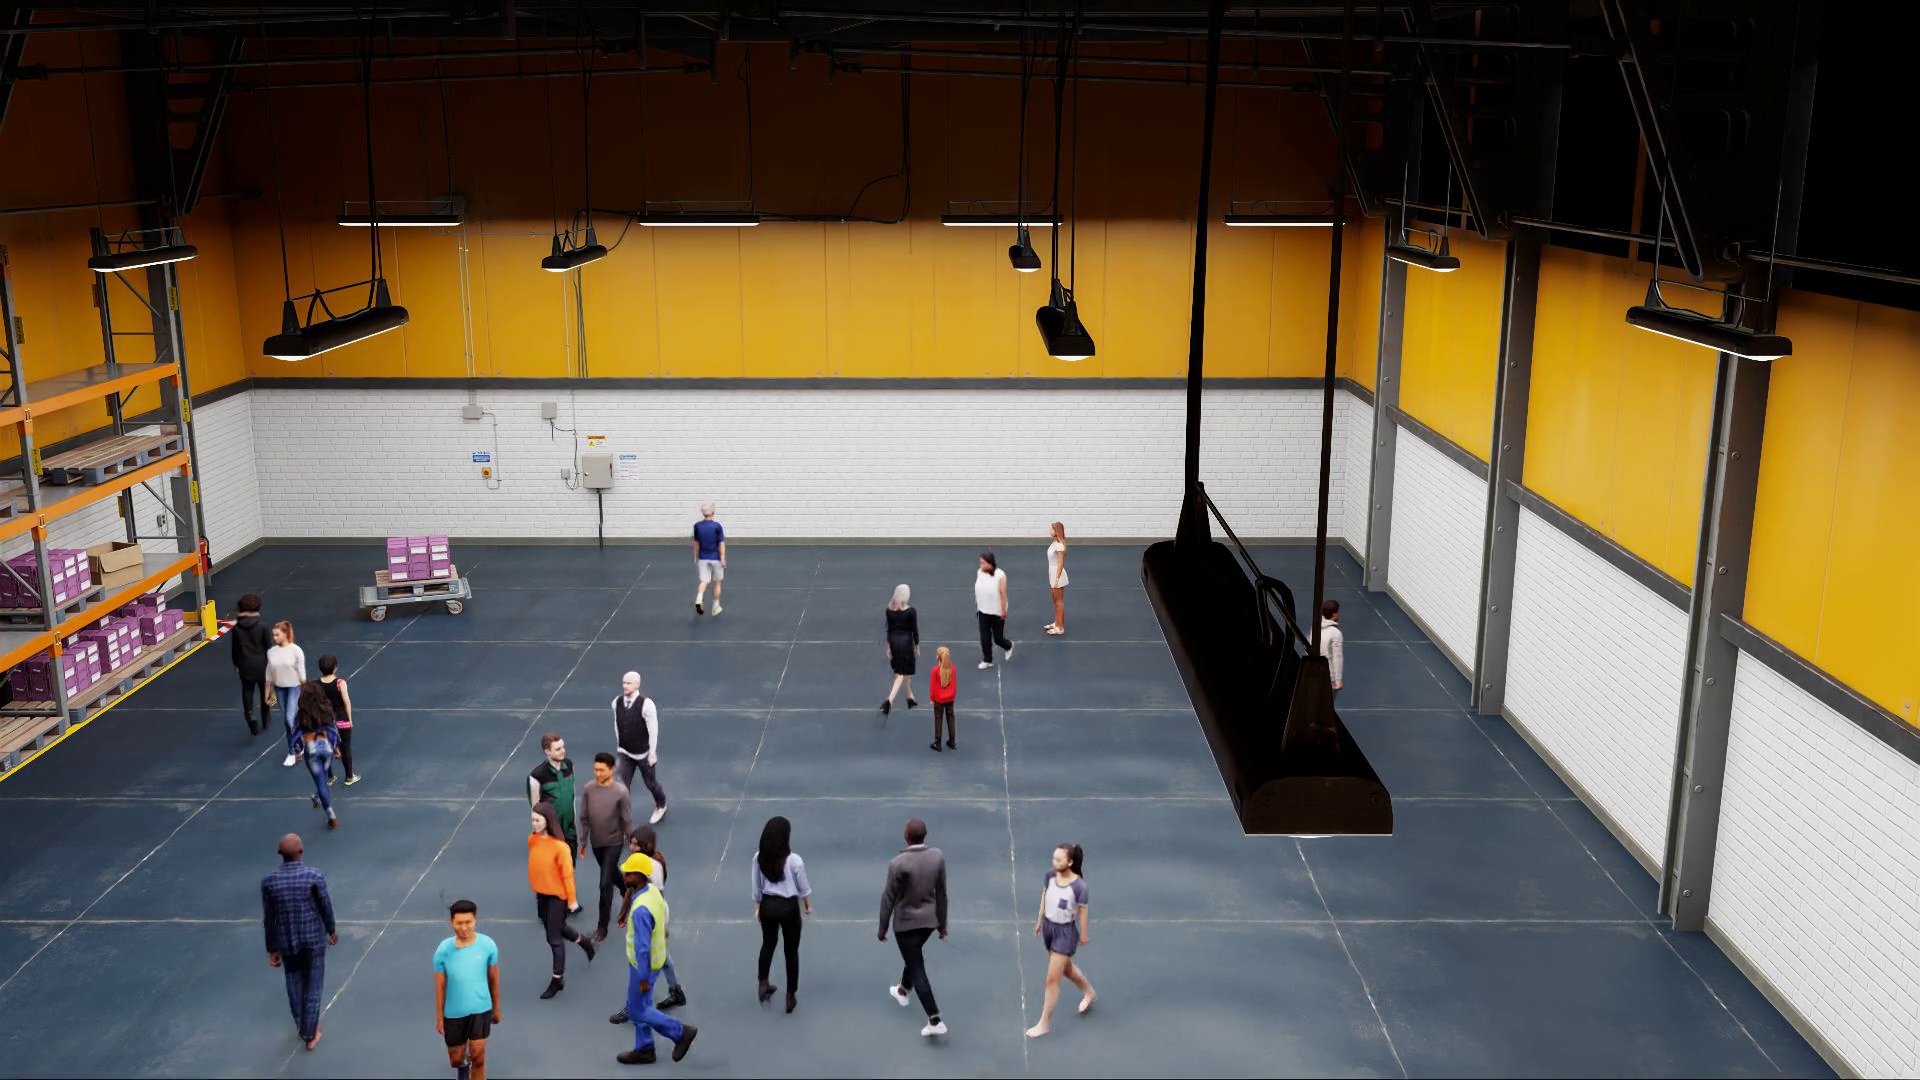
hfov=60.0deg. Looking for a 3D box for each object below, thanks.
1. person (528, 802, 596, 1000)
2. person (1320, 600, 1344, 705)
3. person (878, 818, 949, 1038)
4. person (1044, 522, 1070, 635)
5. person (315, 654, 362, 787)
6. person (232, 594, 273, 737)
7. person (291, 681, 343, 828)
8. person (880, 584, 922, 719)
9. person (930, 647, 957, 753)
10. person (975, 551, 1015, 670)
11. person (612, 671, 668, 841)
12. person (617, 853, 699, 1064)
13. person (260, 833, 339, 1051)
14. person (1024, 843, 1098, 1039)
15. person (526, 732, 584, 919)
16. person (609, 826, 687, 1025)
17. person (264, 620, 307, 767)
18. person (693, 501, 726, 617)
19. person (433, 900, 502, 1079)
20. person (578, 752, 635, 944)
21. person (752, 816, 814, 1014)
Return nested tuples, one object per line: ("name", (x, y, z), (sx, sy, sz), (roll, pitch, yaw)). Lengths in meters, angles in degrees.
("person", (-3.457, 3.059, 14.409), (0.971, 1.727, 1.094), (9, 16, 32))
("person", (4.406, 1.620, 20.091), (0.797, 1.850, 0.656), (-5, 15, -21))
("person", (-0.321, 3.213, 13.668), (1.128, 1.777, 1.323), (-9, 16, -32))
("person", (1.459, 0.549, 24.839), (0.641, 1.697, 0.515), (-1, 14, -6))
("person", (-7.144, 2.041, 18.986), (0.543, 1.553, 0.513), (1, 14, 4))
("person", (-8.716, 1.565, 20.516), (0.800, 1.758, 1.118), (-3, 14, -13))
("person", (-6.839, 2.310, 17.808), (0.997, 1.585, 1.087), (-11, 17, -37))
("person", (-0.753, 1.442, 21.113), (0.954, 1.715, 1.223), (7, 15, 28))
("person", (-0.198, 1.909, 20.109), (0.565, 1.281, 0.593), (-7, 15, -26))
("person", (0.479, 0.957, 23.202), (0.897, 1.675, 0.958), (12, 18, 40))
("person", (-3.369, 2.261, 17.602), (0.988, 1.776, 1.307), (5, 15, 20))
("person", (-2.411, 3.327, 13.147), (0.754, 1.801, 0.837), (-1, 14, -4))
("person", (-5.327, 3.259, 13.428), (0.722, 1.800, 0.846), (-2, 14, -7))
("person", (0.903, 3.267, 13.797), (1.037, 1.612, 1.068), (-10, 17, -35))
("person", (-3.825, 2.687, 15.717), (0.805, 1.835, 0.716), (10, 17, 37))
("person", (-2.510, 3.188, 13.947), (0.913, 1.696, 0.960), (-7, 15, -27))
("person", (-7.923, 1.782, 19.739), (0.721, 1.702, 0.880), (3, 14, 11))
("person", (-3.860, 0.315, 25.539), (0.749, 1.824, 0.976), (3, 14, 12))
("person", (-3.710, 3.506, 12.495), (0.804, 1.760, 0.968), (-5, 14, -19))
("person", (-3.241, 2.793, 15.512), (1.193, 1.727, 0.916), (0, 14, 2))
("person", (-1.492, 3.163, 13.957), (0.738, 1.739, 0.727), (3, 14, 14))
